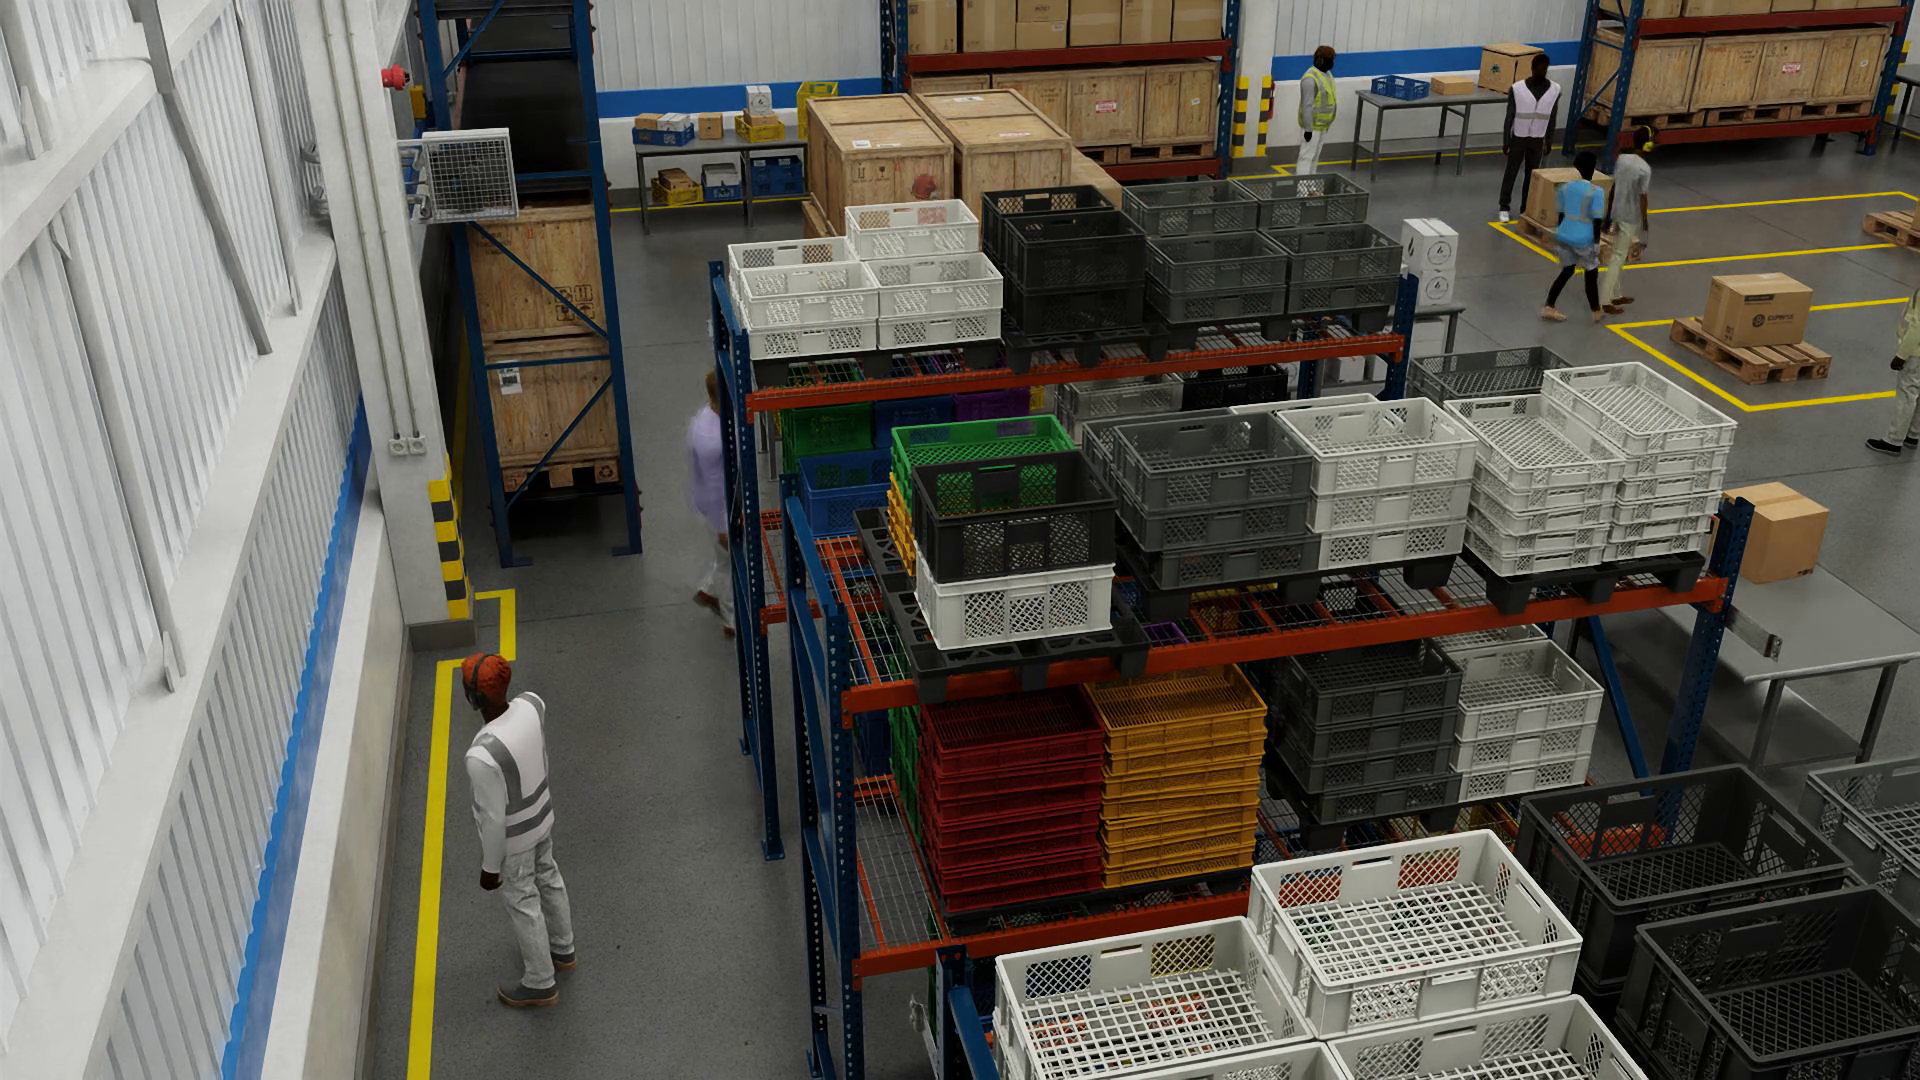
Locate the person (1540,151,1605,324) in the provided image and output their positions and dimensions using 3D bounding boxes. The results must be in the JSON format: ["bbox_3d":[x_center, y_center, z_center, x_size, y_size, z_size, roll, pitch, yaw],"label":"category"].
[{"bbox_3d":[6.011,-2.915,16.078,0.645,1.643,0.588,-10,29,-19],"label":"person"}]

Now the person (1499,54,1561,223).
[{"bbox_3d":[6.474,-4.582,18.971,0.582,1.910,0.393,0,28,0],"label":"person"}]

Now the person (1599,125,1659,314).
[{"bbox_3d":[6.556,-3.134,16.281,0.460,1.869,0.563,-6,28,-12],"label":"person"}]

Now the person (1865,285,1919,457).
[{"bbox_3d":[7.699,-1.559,13.322,0.588,1.822,0.403,-15,31,-27],"label":"person"}]

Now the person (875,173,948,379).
[{"bbox_3d":[-0.442,-2.298,14.681,0.753,1.870,0.461,-16,32,-27],"label":"person"}]

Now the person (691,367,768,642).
[{"bbox_3d":[-1.506,-0.218,10.677,0.435,1.927,0.652,4,28,8],"label":"person"}]

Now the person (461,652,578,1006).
[{"bbox_3d":[-2.066,1.347,7.744,0.339,1.882,0.581,6,28,12],"label":"person"}]

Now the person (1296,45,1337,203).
[{"bbox_3d":[4.211,-4.901,19.648,0.429,1.841,0.621,15,31,26],"label":"person"}]
